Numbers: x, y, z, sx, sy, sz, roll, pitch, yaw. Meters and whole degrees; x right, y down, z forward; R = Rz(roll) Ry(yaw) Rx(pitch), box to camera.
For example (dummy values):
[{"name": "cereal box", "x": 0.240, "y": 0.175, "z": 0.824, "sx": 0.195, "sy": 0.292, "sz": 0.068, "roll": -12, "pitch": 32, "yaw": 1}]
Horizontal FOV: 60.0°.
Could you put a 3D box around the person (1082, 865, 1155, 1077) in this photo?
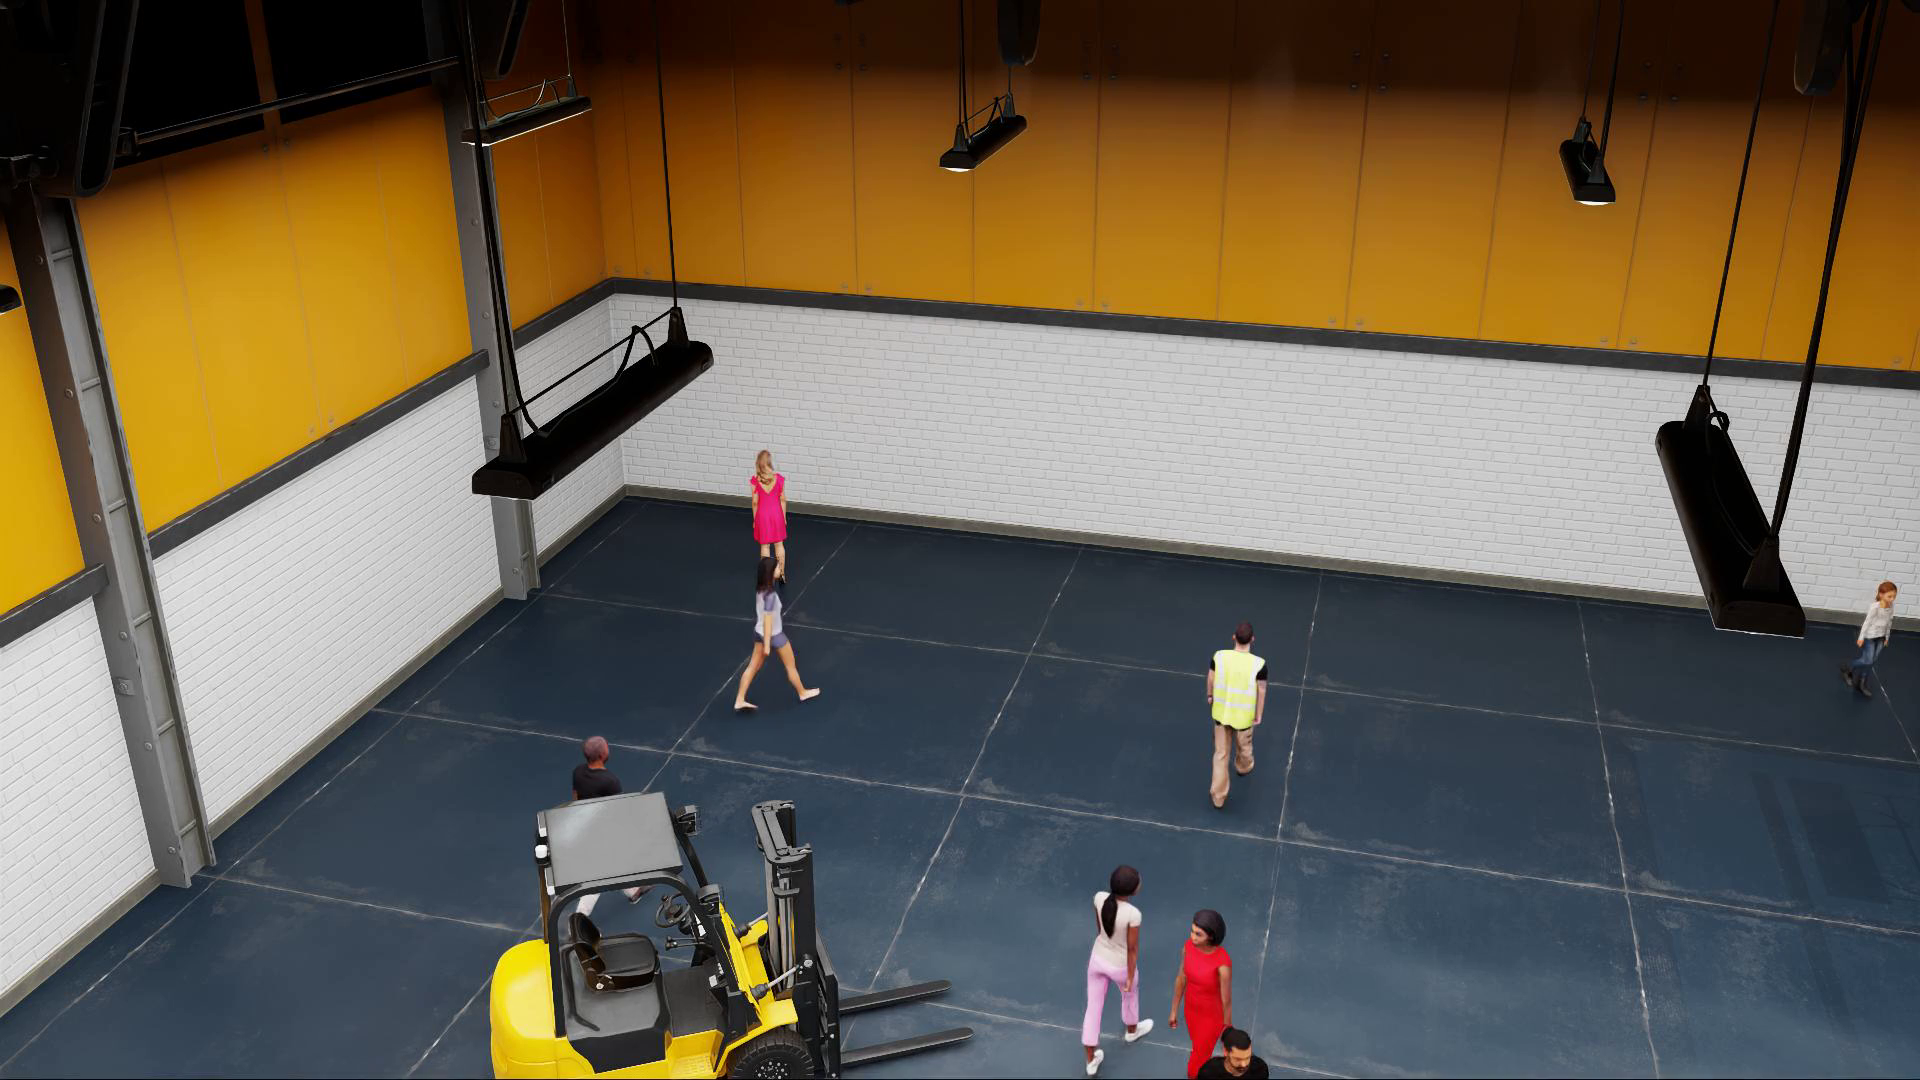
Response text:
[{"name": "person", "x": 1.060, "y": 3.153, "z": 12.084, "sx": 0.821, "sy": 1.714, "sz": 1.039, "roll": 14, "pitch": 27, "yaw": 29}]

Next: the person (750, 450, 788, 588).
[{"name": "person", "x": -2.280, "y": -0.256, "z": 19.866, "sx": 0.658, "sy": 1.727, "sz": 0.674, "roll": -5, "pitch": 24, "yaw": -11}]

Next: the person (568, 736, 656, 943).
[{"name": "person", "x": -2.983, "y": 2.476, "z": 13.585, "sx": 0.993, "sy": 1.753, "sz": 1.338, "roll": 16, "pitch": 28, "yaw": 33}]

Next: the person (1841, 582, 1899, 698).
[{"name": "person", "x": 9.568, "y": 1.001, "z": 17.516, "sx": 0.644, "sy": 1.307, "sz": 0.718, "roll": -9, "pitch": 25, "yaw": -20}]

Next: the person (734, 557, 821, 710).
[{"name": "person", "x": -2.034, "y": 1.011, "z": 17.032, "sx": 1.128, "sy": 1.677, "sz": 1.149, "roll": -10, "pitch": 25, "yaw": -21}]

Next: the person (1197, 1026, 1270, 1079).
[{"name": "person", "x": 1.691, "y": 3.761, "z": 10.664, "sx": 0.793, "sy": 1.738, "sz": 0.891, "roll": -2, "pitch": 24, "yaw": -5}]

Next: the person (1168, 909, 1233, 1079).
[{"name": "person", "x": 1.775, "y": 3.316, "z": 11.691, "sx": 0.775, "sy": 1.731, "sz": 0.723, "roll": -19, "pitch": 30, "yaw": -37}]

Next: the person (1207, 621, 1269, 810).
[{"name": "person", "x": 2.532, "y": 1.653, "z": 15.410, "sx": 0.709, "sy": 1.798, "sz": 1.093, "roll": 5, "pitch": 24, "yaw": 11}]
